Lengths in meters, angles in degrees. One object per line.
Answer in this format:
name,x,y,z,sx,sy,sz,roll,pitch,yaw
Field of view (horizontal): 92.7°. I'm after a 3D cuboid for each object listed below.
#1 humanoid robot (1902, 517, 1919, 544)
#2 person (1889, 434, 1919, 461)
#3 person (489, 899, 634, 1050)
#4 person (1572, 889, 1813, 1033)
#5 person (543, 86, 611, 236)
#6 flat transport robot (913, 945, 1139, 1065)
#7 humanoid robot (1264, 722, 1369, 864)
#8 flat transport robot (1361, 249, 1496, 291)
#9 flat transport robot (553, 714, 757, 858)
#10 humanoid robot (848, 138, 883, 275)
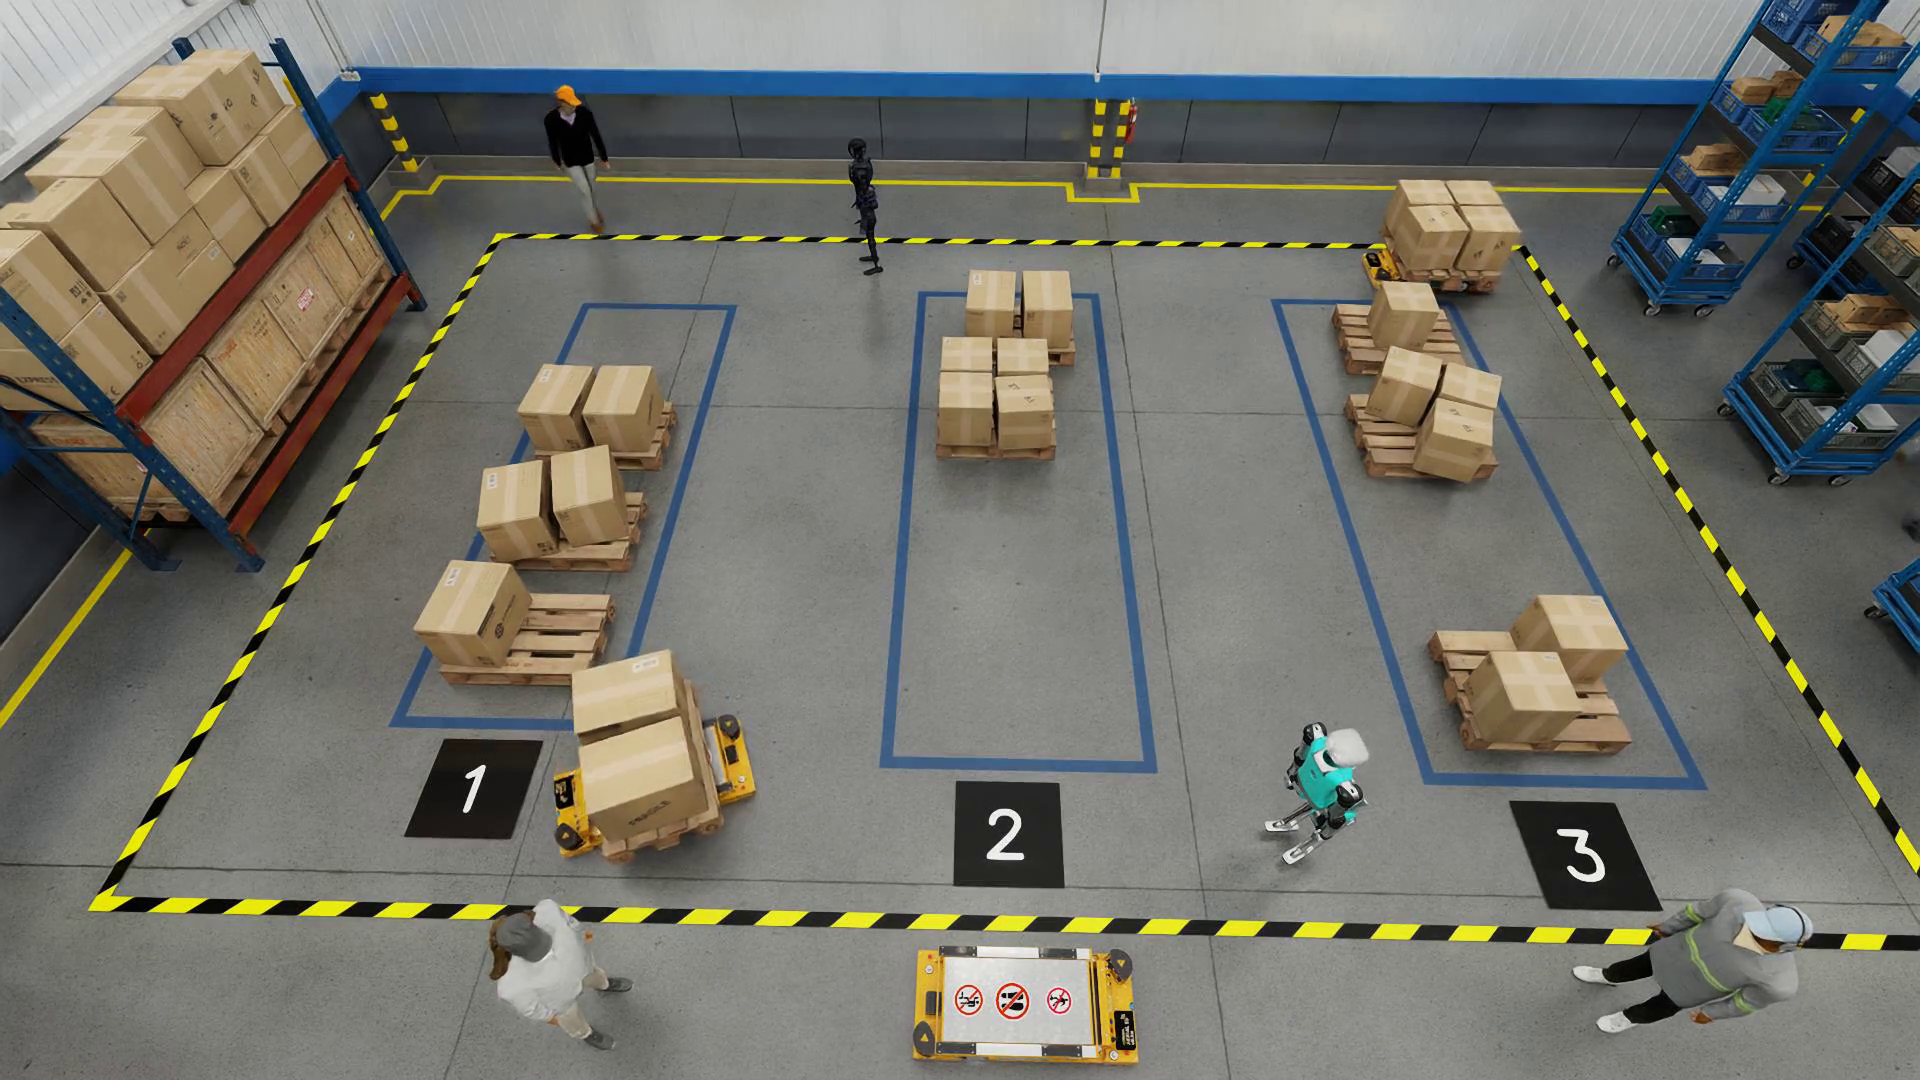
humanoid robot,9.182,-0.602,8.061,0.600,1.659,0.317,-31,57,-23
person,9.642,-1.241,8.511,0.628,1.794,0.939,6,51,5
person,-2.359,2.568,5.428,0.406,1.761,0.565,7,51,6
person,4.316,2.519,5.411,0.393,1.853,0.588,0,51,0
person,-4.659,-4.675,11.284,0.598,1.836,0.767,-31,57,-23
flat transport robot,0.422,3.041,6.007,1.431,0.231,0.659,1,51,1
humanoid robot,2.504,1.676,6.087,0.735,1.674,0.533,-12,52,-10
flat transport robot,5.719,-3.317,11.172,1.431,0.197,0.652,1,51,1
flat transport robot,-2.335,1.839,6.969,1.431,0.197,0.652,-16,53,-13
humanoid robot,-1.121,-3.908,10.755,0.315,1.653,0.599,-8,51,-7
